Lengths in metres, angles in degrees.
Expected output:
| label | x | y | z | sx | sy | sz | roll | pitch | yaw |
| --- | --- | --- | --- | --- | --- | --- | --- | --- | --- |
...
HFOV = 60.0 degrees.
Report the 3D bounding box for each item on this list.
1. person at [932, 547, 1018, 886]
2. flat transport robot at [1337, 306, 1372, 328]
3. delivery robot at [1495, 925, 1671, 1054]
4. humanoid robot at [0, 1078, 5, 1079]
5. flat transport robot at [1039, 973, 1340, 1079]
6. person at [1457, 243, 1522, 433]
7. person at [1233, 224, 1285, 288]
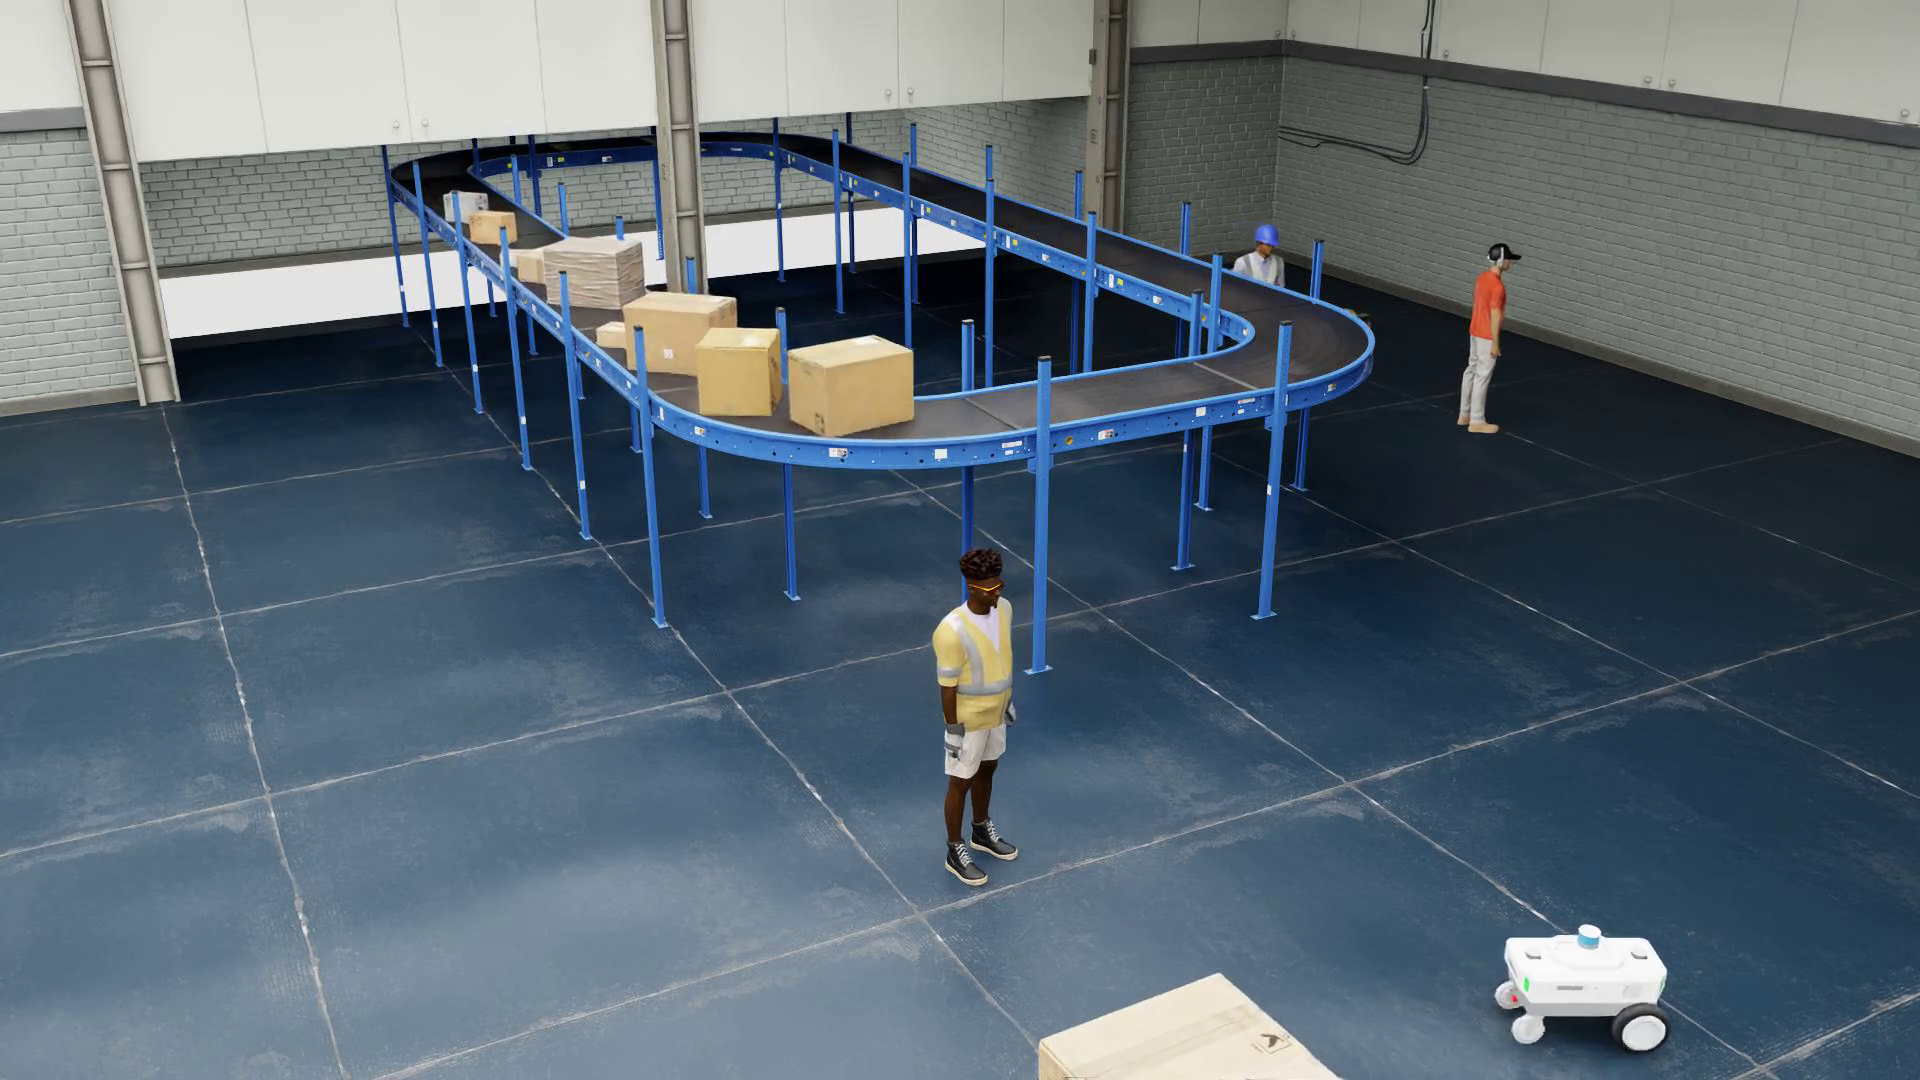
| label | x | y | z | sx | sy | sz | roll | pitch | yaw |
| --- | --- | --- | --- | --- | --- | --- | --- | --- | --- |
| person | 0.108 | 0.955 | 9.255 | 0.368 | 1.965 | 0.601 | 15 | 27 | 33 |
| flat transport robot | 4.353 | -2.793 | 20.780 | 0.659 | 0.231 | 1.431 | -20 | 29 | -40 |
| delivery robot | 3.062 | 2.168 | 8.148 | 0.803 | 0.603 | 0.499 | 0 | 22 | 0 |
| humanoid robot | -4.901 | 1.730 | 7.731 | 1.082 | 1.771 | 0.550 | 17 | 27 | 36 |
| flat transport robot | 1.012 | 2.824 | 6.896 | 1.431 | 0.231 | 0.659 | -12 | 25 | -27 |
| person | 5.328 | -2.038 | 16.726 | 0.414 | 1.911 | 0.476 | -2 | 22 | -5 |
| person | 3.179 | -2.342 | 17.455 | 0.648 | 1.919 | 0.714 | -10 | 24 | -24 |
